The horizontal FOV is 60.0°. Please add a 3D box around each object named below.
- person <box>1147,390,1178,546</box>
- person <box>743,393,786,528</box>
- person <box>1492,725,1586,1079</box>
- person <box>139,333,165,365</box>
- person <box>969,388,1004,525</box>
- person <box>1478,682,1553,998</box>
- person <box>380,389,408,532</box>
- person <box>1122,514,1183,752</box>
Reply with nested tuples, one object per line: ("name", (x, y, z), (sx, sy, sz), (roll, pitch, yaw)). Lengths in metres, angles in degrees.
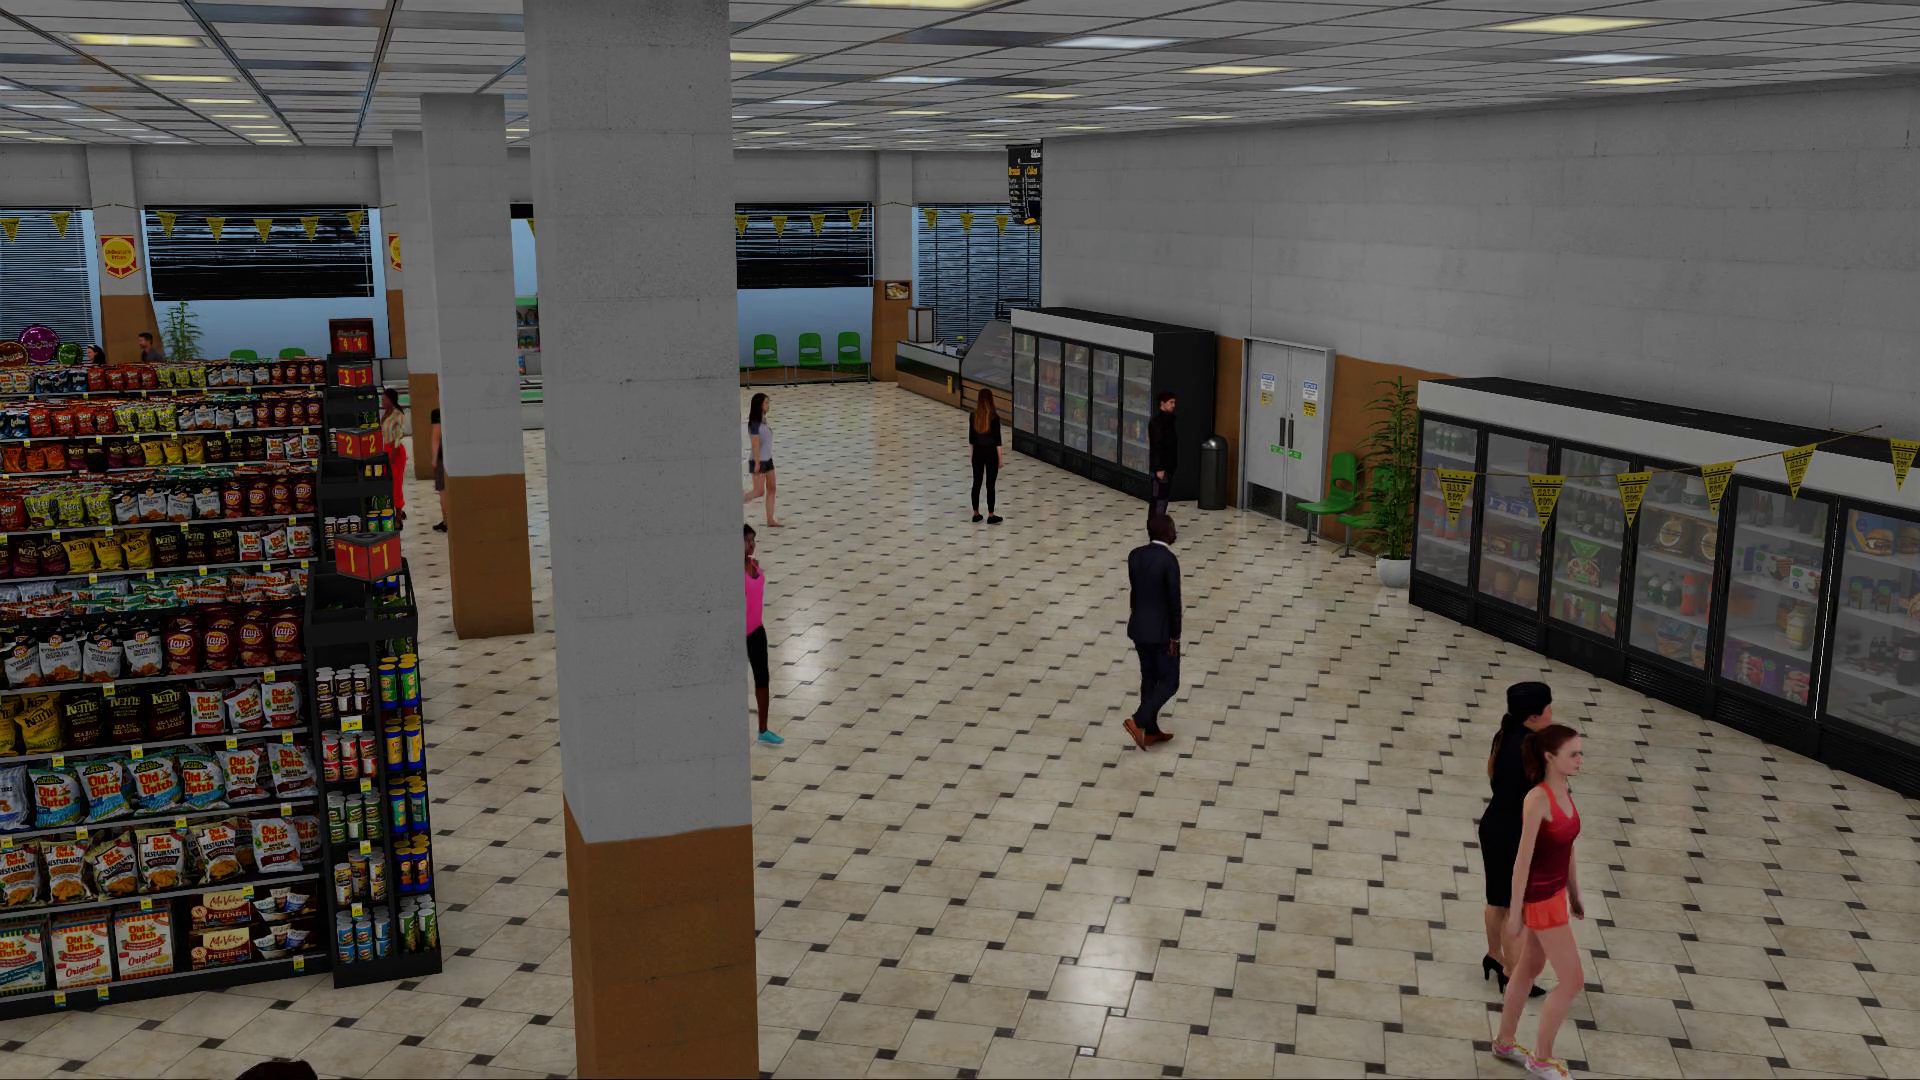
("person", (2.406, -0.870, 19.868), (0.815, 1.840, 0.793), (4, 13, 18))
("person", (-2.557, -0.976, 20.743), (1.036, 1.687, 0.888), (2, 12, 10))
("person", (2.696, 1.699, 7.920), (0.803, 1.737, 0.754), (8, 14, 32))
("person", (-13.314, -2.503, 27.666), (1.210, 1.823, 1.253), (5, 13, 24))
("person", (0.312, -1.073, 21.143), (0.672, 1.713, 0.720), (6, 13, 28))
("person", (2.923, 1.561, 8.736), (0.725, 1.671, 0.760), (-1, 12, -5))
("person", (-6.937, -0.979, 20.540), (0.768, 1.777, 0.829), (8, 14, 33))
("person", (1.407, 0.713, 12.435), (0.976, 1.806, 0.845), (-9, 15, -37))
